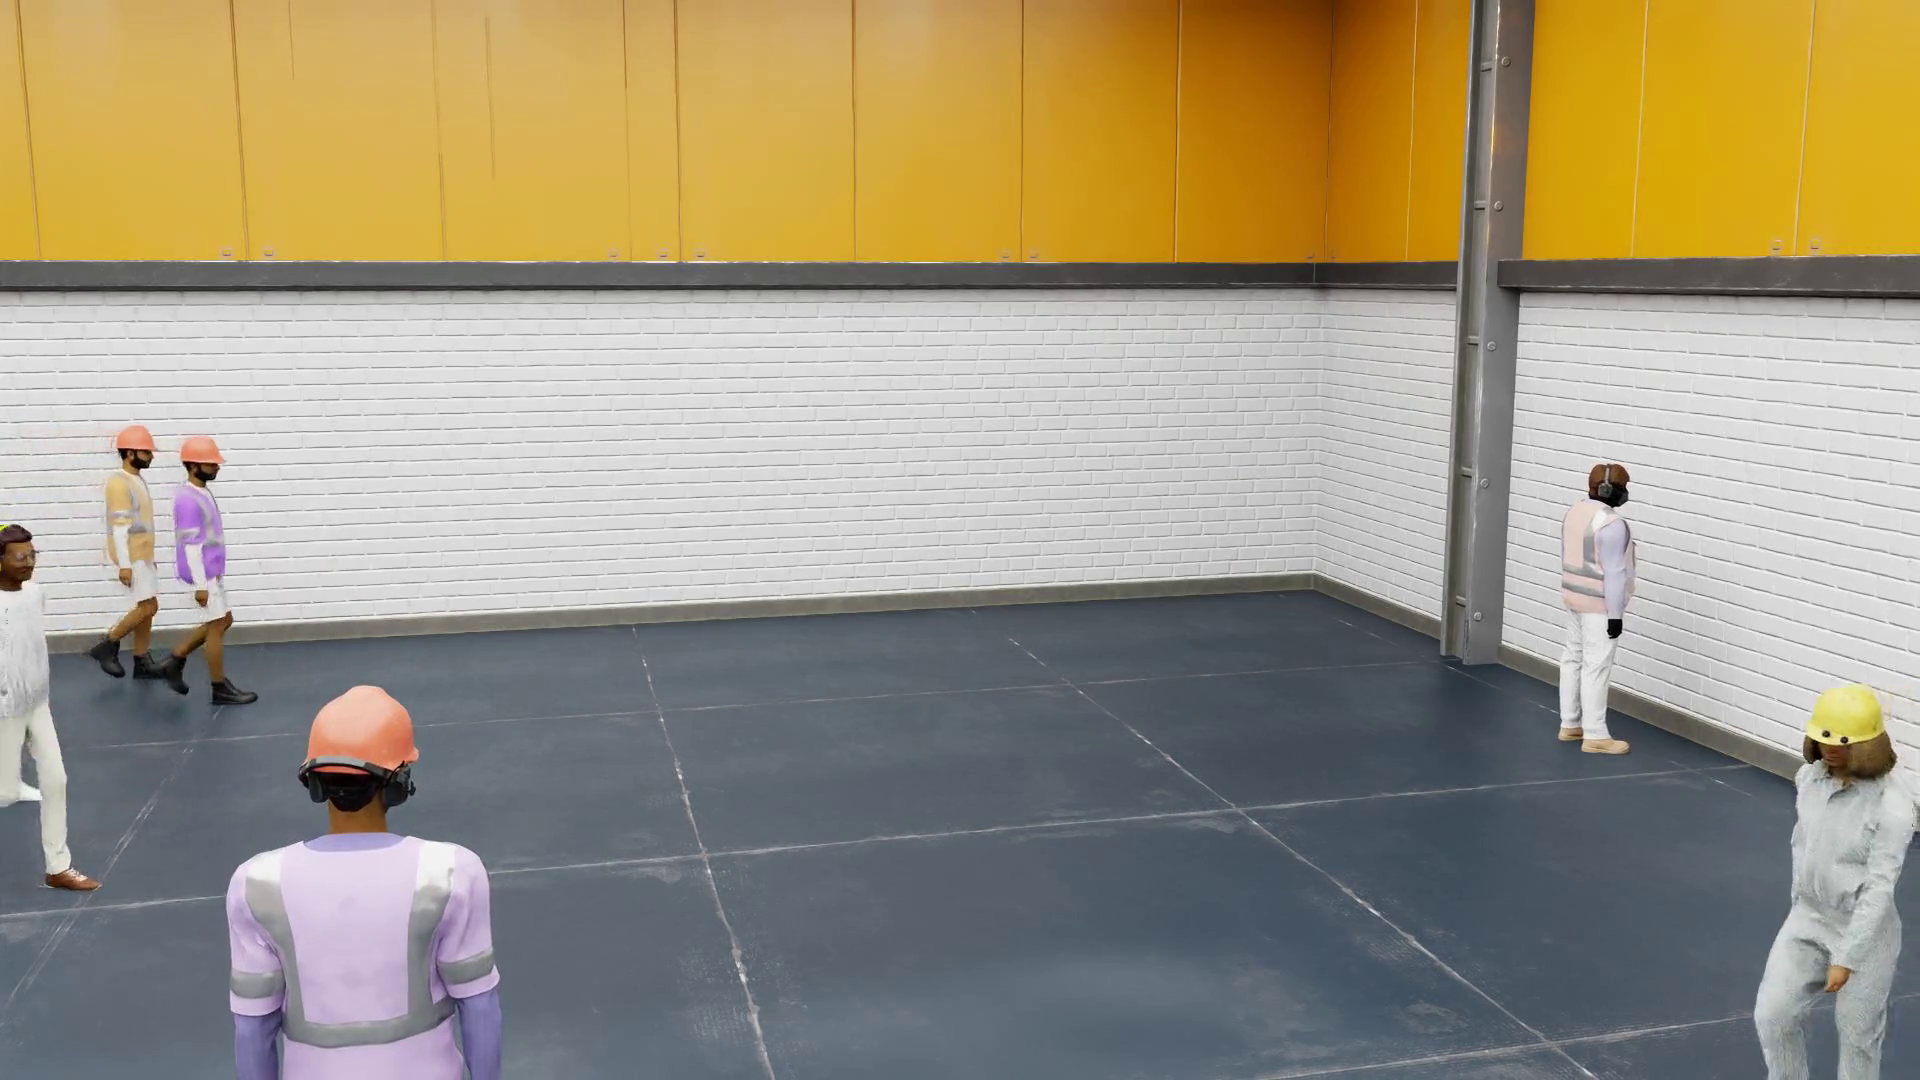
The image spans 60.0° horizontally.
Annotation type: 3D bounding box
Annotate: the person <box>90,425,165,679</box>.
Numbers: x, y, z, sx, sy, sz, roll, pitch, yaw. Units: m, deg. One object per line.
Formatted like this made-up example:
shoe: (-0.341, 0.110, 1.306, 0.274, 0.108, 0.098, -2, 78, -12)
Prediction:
person: (-6.124, 0.111, 12.304, 0.497, 1.918, 0.568, -1, 9, -9)

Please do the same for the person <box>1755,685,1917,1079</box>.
person: (2.890, 1.303, 5.483, 0.506, 1.716, 0.494, -4, 10, -22)

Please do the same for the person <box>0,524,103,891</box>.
person: (-4.670, 0.825, 8.113, 0.788, 1.847, 0.514, 2, 9, 10)

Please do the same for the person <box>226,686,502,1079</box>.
person: (-1.437, 1.364, 4.100, 0.614, 2.040, 0.391, -2, 9, -9)

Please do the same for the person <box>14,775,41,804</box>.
person: (-5.696, 0.613, 9.286, 0.921, 1.888, 0.598, -4, 10, -23)

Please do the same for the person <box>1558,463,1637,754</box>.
person: (4.063, 0.424, 10.604, 0.430, 1.841, 0.624, -1, 9, -6)

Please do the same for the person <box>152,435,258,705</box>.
person: (-5.307, 0.221, 11.595, 0.604, 1.924, 0.567, -2, 9, -15)
